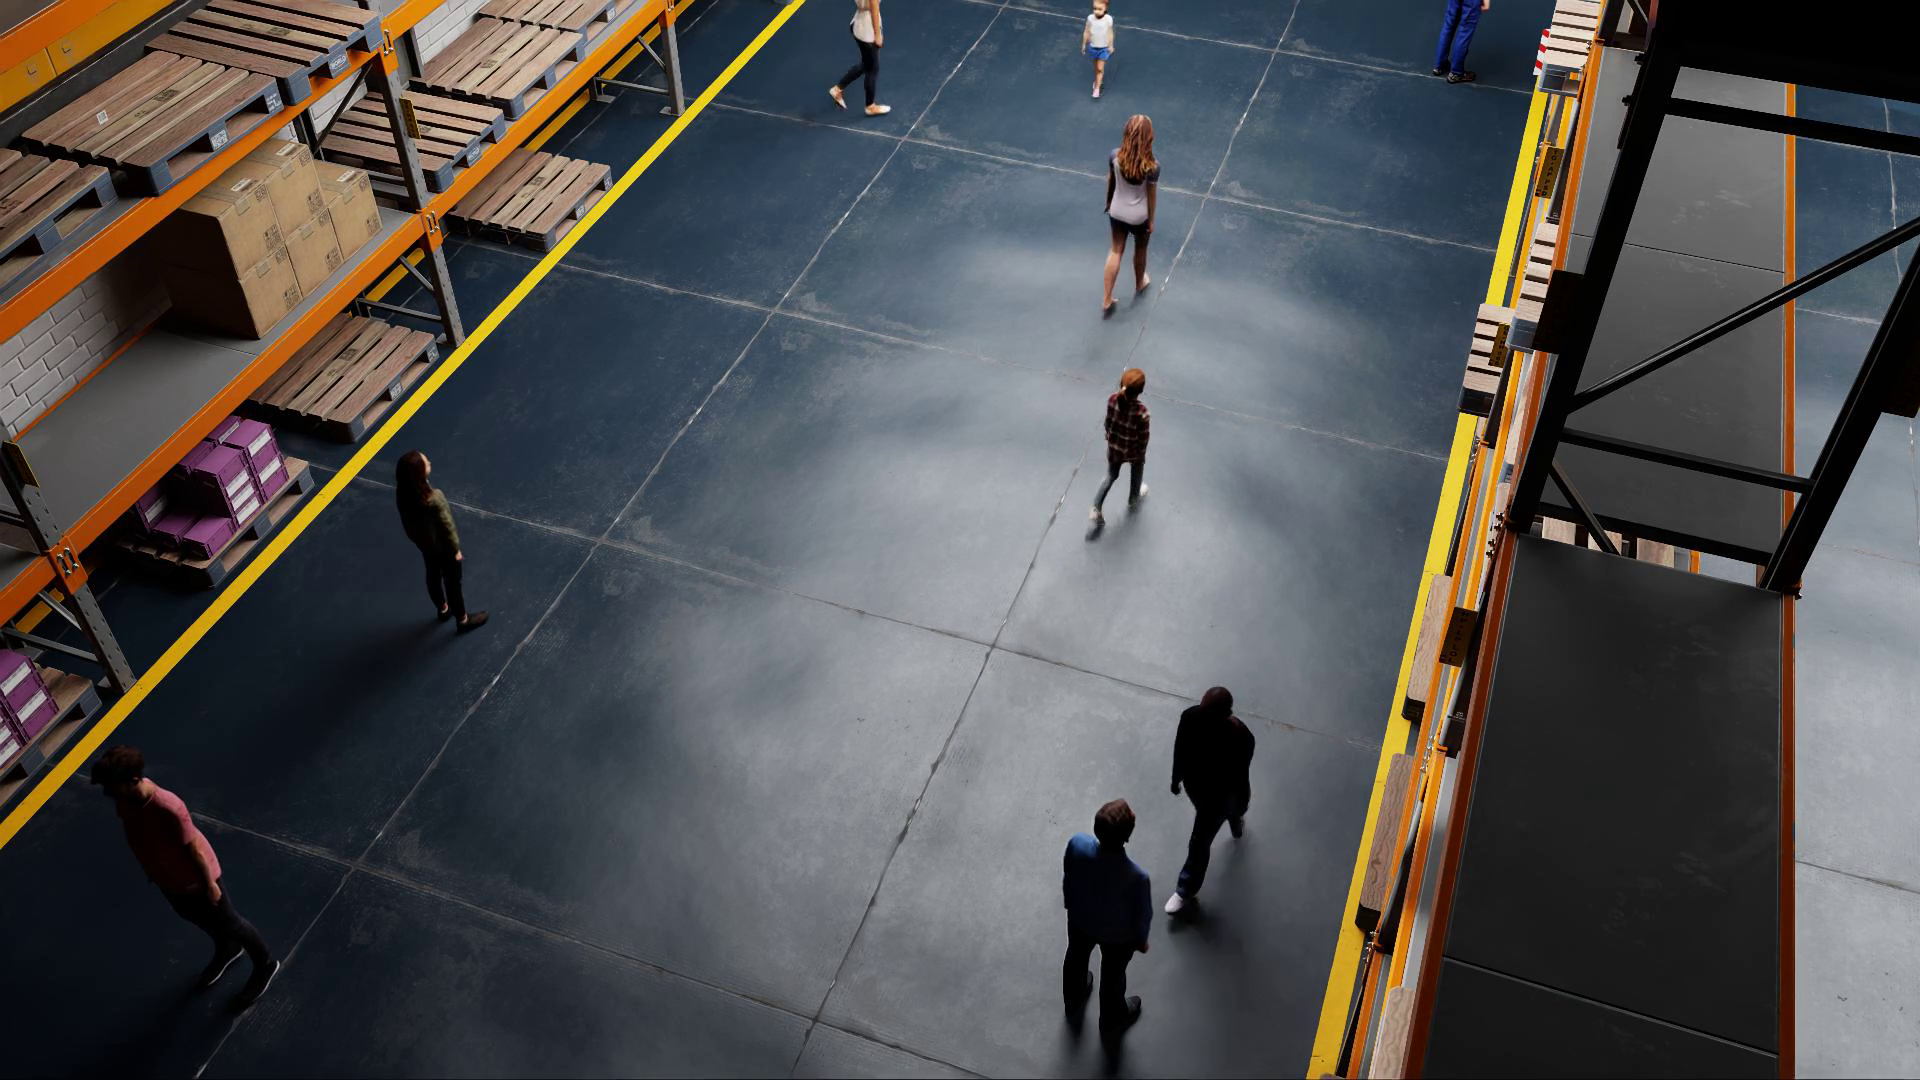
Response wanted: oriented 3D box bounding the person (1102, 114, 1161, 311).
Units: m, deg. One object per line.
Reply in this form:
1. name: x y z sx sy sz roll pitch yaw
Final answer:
1. person: 1.349 -2.620 13.524 0.700 1.706 0.953 19 47 19

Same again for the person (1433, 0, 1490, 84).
1. person: 5.001 -5.433 16.345 0.836 1.887 0.799 -23 48 -23

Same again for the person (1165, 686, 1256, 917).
1. person: 1.455 1.332 9.371 0.858 1.711 1.188 27 50 25

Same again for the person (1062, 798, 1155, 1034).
1. person: 0.747 1.954 8.641 0.717 1.817 0.663 26 50 25

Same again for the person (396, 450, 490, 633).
1. person: -3.450 0.003 10.937 0.630 1.475 0.598 28 50 26

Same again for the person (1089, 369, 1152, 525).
1. person: 1.136 -0.644 11.751 0.681 1.290 0.933 26 49 24

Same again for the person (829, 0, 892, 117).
1. person: -0.979 -4.816 15.782 0.921 1.770 0.894 -11 45 -11

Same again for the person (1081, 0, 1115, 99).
1. person: 1.396 -4.927 16.454 0.449 1.004 0.642 15 46 15

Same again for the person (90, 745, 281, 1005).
1. person: -4.074 1.729 8.779 0.639 1.953 0.546 15 46 15
